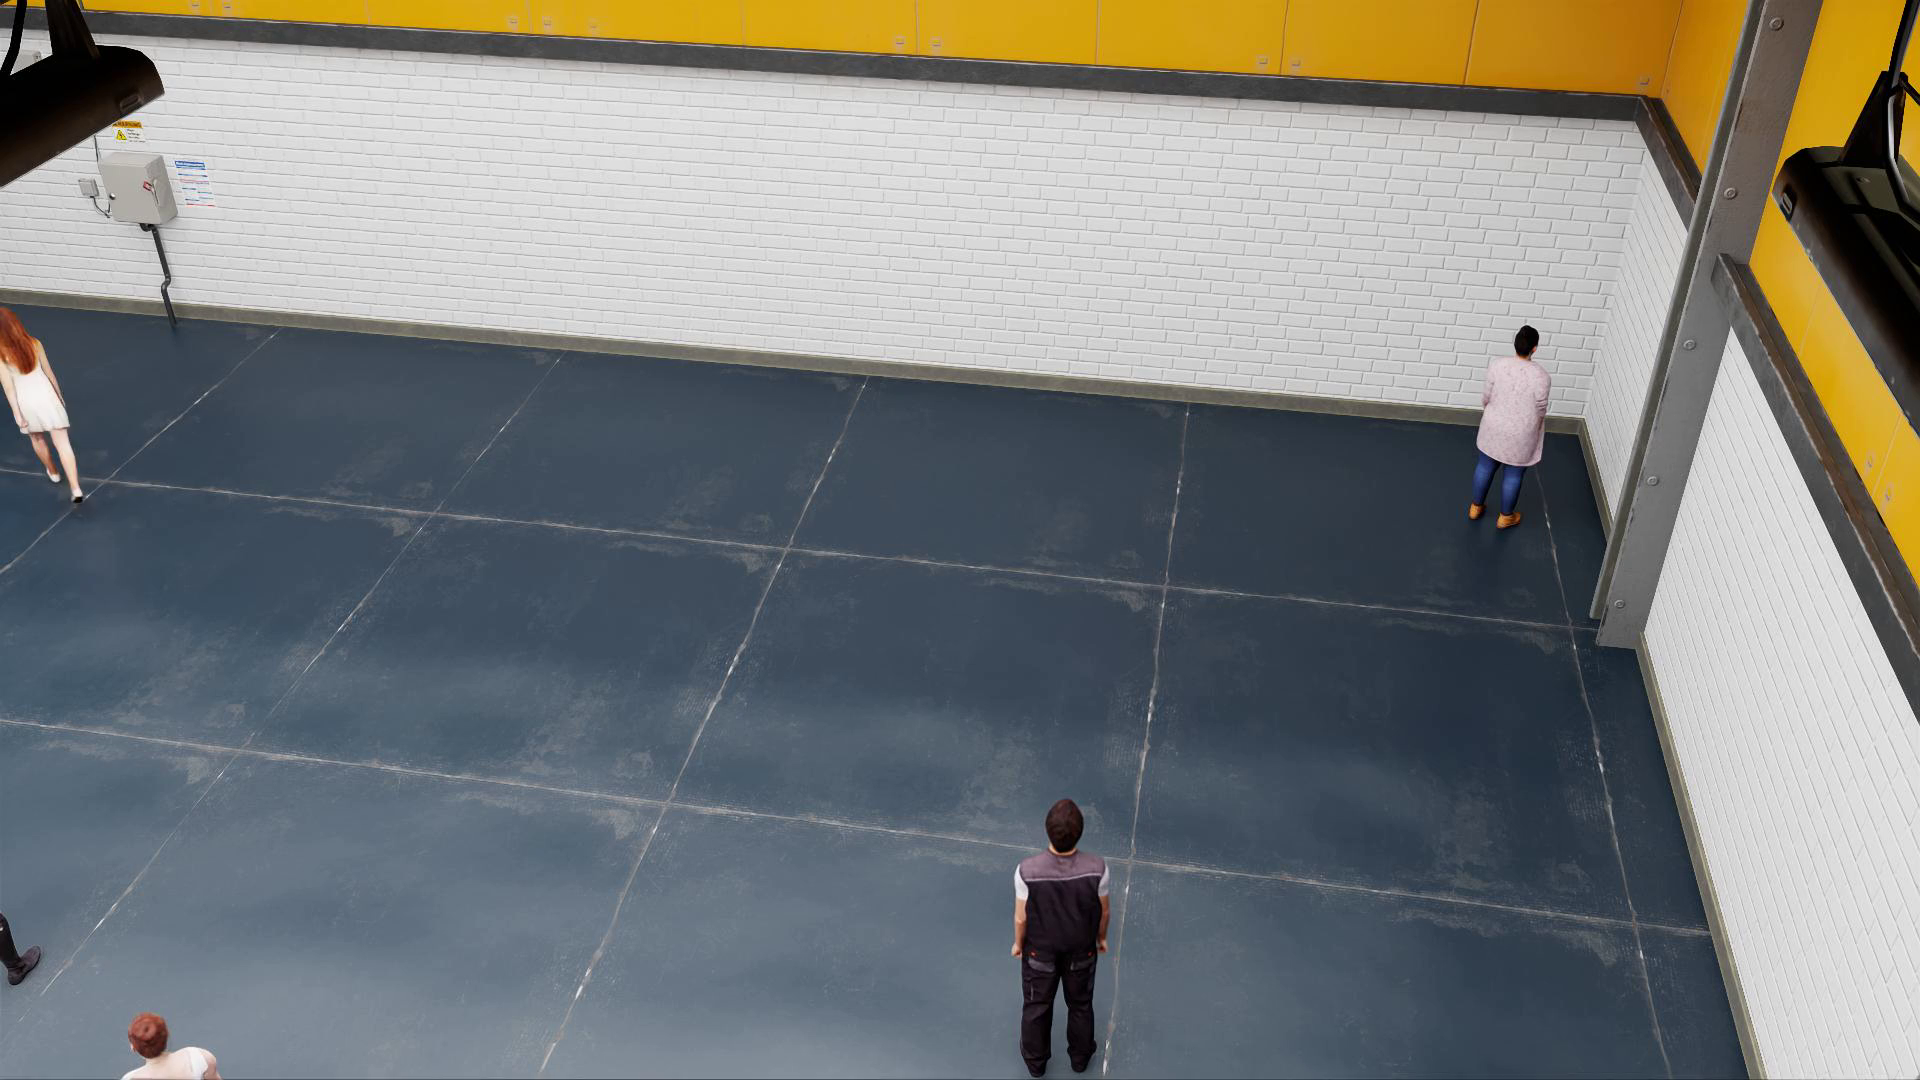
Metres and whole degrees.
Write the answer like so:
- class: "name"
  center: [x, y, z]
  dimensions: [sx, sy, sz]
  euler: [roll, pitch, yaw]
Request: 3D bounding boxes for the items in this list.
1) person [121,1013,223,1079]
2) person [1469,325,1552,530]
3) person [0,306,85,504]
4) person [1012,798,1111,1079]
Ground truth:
- class: "person"
  center: [-3.472, 2.758, 7.552]
  dimensions: [0.636, 1.792, 0.672]
  euler: [-17, 37, -24]
- class: "person"
  center: [4.333, -0.904, 13.106]
  dimensions: [0.797, 1.742, 0.808]
  euler: [25, 41, 33]
- class: "person"
  center: [-7.401, -1.055, 13.393]
  dimensions: [1.092, 1.676, 1.144]
  euler: [-21, 39, -29]
- class: "person"
  center: [0.517, 2.063, 8.547]
  dimensions: [0.701, 1.848, 0.643]
  euler: [-1, 34, -2]
